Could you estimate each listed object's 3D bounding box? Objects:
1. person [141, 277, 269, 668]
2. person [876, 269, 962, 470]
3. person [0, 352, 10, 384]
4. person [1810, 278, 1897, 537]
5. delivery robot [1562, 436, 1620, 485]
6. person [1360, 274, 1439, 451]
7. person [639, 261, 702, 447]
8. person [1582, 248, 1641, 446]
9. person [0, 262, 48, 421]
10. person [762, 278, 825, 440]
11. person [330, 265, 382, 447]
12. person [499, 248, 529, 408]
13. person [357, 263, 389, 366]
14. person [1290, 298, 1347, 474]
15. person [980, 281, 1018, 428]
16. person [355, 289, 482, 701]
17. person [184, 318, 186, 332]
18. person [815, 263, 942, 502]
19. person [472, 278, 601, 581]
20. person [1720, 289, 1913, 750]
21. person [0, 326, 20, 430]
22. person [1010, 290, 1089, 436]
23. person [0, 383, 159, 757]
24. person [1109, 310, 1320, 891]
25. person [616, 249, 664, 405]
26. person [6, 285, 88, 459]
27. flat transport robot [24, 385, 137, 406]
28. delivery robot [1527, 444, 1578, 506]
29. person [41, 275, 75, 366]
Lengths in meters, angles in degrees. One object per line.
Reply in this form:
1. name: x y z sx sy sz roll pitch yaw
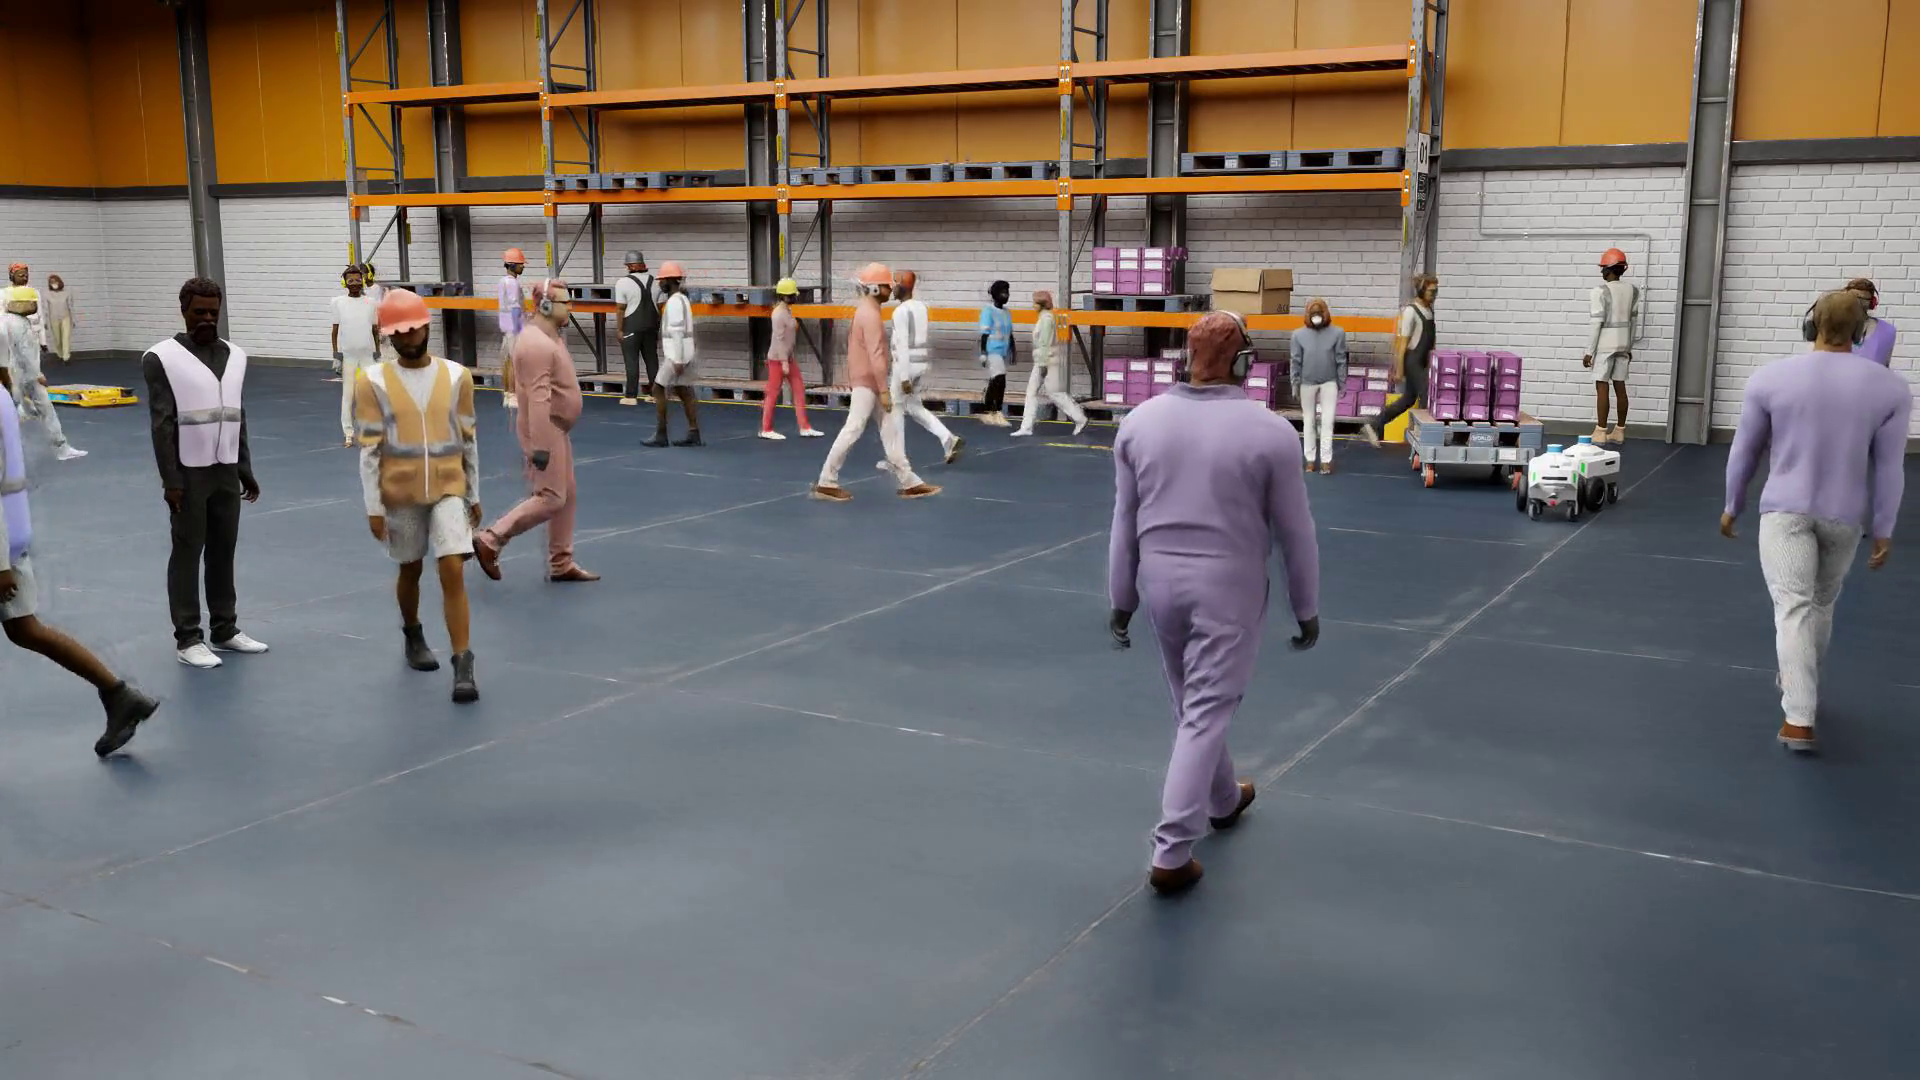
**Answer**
1. person: -3.763 -0.341 8.285 0.397 1.915 0.587 4 11 20
2. person: -0.402 -1.551 15.290 0.740 1.865 0.575 5 11 27
3. person: -8.819 -1.491 15.042 0.403 1.828 0.588 -1 10 -3
4. person: 6.323 -0.937 11.862 0.565 1.841 0.387 1 10 7
5. delivery robot: 4.973 -0.589 13.268 0.477 0.478 0.707 10 14 44
6. person: 4.443 -1.734 16.493 0.908 1.808 0.529 7 12 33
7. person: -3.032 -1.897 17.109 0.770 1.904 0.568 0 10 1
8. person: 6.760 -2.004 17.331 0.605 2.045 0.381 -4 11 -21
9. person: -11.145 -2.355 19.787 0.338 1.882 0.571 4 11 19
10. person: -1.790 -1.911 17.668 0.788 1.724 0.546 2 10 11
11. person: -6.236 -1.896 17.212 0.509 1.872 0.328 -6 12 -33
12. person: -5.699 -2.711 21.342 0.393 2.041 0.614 -5 11 -27
13. person: -8.082 -2.910 23.036 0.506 1.839 0.531 -7 12 -34
14. person: 3.244 -1.381 15.057 0.521 1.592 0.762 2 10 12
15. person: 0.478 -2.117 19.005 0.633 1.669 0.552 6 12 32
16. person: -2.522 -0.235 7.804 0.553 1.880 1.002 -5 11 -26
17. person: -10.370 -2.730 22.604 0.268 1.631 0.507 -9 14 -42
18. person: -0.703 -1.259 13.436 1.051 1.941 0.633 -1 10 -4
19. person: -2.590 -0.638 10.075 0.653 1.887 0.650 -1 10 -7
20. person: 3.595 -0.106 7.039 0.650 1.884 1.027 3 10 15
21. person: -6.567 -0.813 11.082 0.515 1.872 0.328 -7 12 -34
22. person: 0.992 -1.913 18.091 0.805 1.608 0.522 -1 10 -6
23. person: -3.728 -0.014 6.492 0.938 1.909 0.549 -3 10 -17
24. person: 0.852 0.175 5.532 0.664 1.855 0.996 7 12 34
25. person: -4.246 -2.805 21.879 0.675 2.000 0.535 -9 14 -43
26. person: -8.981 -1.580 15.924 0.903 1.698 0.479 -2 10 -14
27. flat transport robot: -11.516 -1.901 21.766 1.431 0.197 0.652 6 11 30
28. delivery robot: 4.522 -0.486 12.690 0.477 0.478 0.707 3 11 17
29. person: -15.708 -3.832 29.003 0.507 1.580 0.892 -5 11 -25
